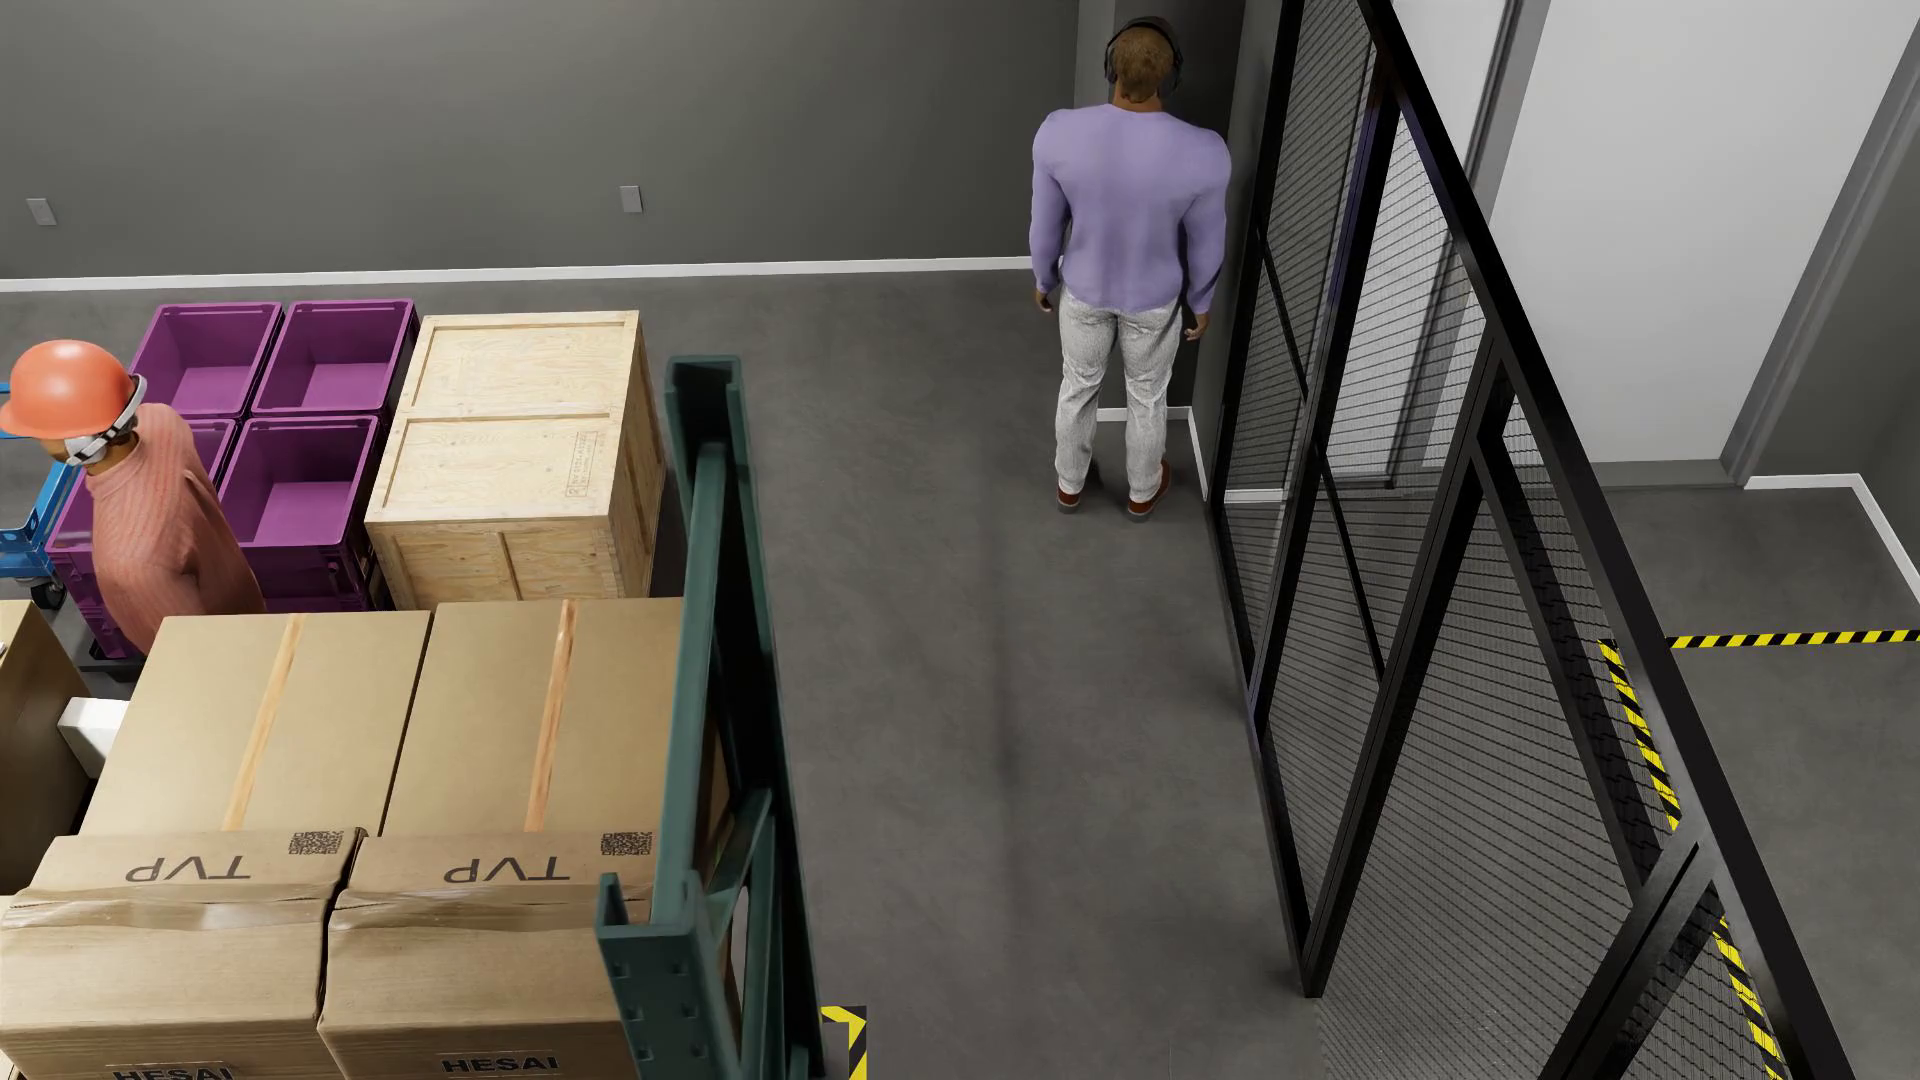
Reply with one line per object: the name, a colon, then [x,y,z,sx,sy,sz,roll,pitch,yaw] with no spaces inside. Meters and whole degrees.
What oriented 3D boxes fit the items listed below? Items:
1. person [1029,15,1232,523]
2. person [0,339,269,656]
person: [0.544,-0.842,5.560,0.635,1.937,0.354,10,47,9]
person: [-2.039,0.257,4.473,0.377,1.995,0.608,-12,47,-11]
